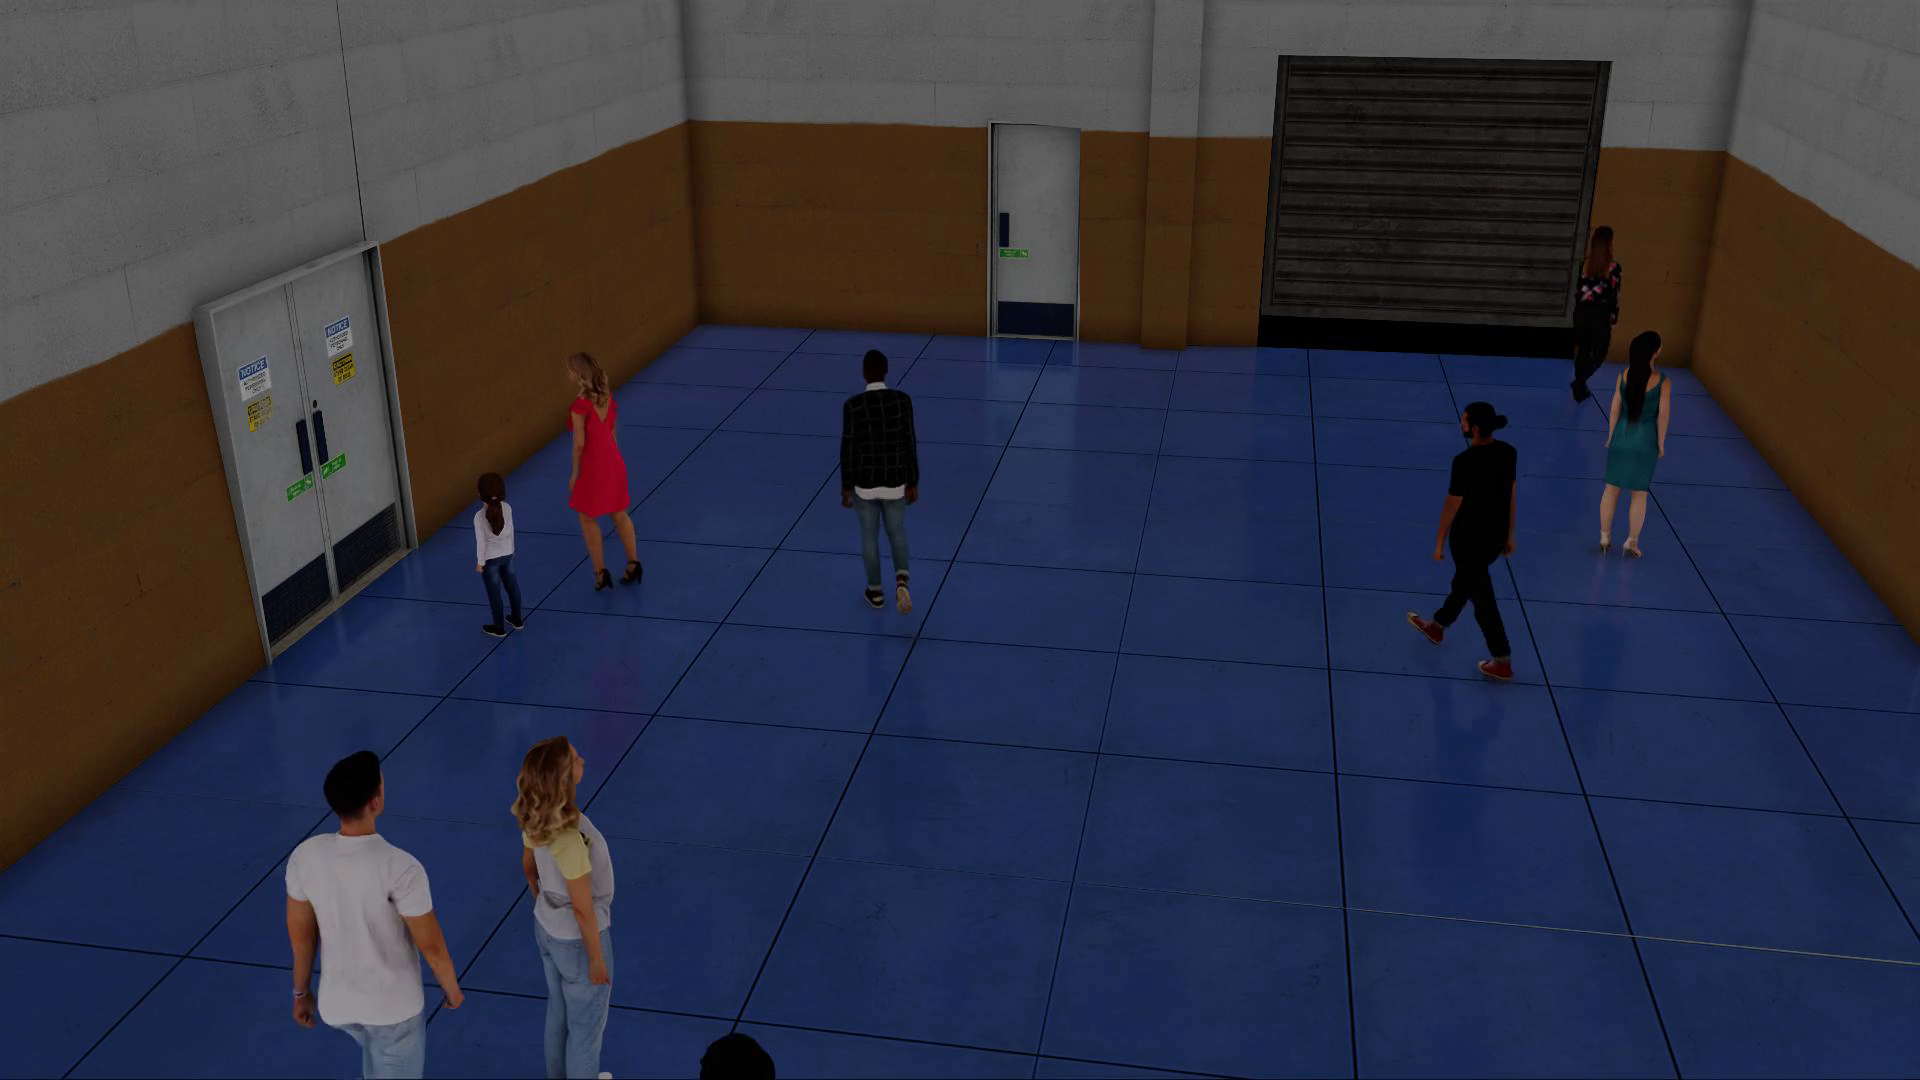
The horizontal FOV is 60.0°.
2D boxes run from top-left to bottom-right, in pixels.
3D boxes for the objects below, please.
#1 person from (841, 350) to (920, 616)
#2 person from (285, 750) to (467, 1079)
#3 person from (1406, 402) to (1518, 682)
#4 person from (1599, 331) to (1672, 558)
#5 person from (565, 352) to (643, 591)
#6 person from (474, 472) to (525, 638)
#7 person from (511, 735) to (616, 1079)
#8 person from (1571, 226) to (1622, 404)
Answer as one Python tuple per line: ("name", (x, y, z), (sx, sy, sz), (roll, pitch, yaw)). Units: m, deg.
("person", (-0.506, -0.341, 10.977), (1.008, 1.807, 0.982), (-6, 23, -15))
("person", (-2.145, 1.675, 5.925), (0.847, 1.833, 0.797), (6, 23, 15))
("person", (3.218, 0.049, 10.140), (1.156, 1.708, 1.186), (-12, 25, -28))
("person", (4.861, -0.690, 12.008), (0.561, 1.686, 0.685), (16, 27, 34))
("person", (-2.454, -0.444, 11.365), (0.676, 1.710, 0.662), (13, 26, 30))
("person", (-3.027, 0.082, 10.860), (0.568, 1.110, 0.524), (15, 26, 33))
("person", (-1.504, 1.529, 6.417), (0.771, 1.723, 0.693), (-17, 28, -36))
("person", (5.833, -2.047, 15.411), (0.916, 1.667, 0.900), (-18, 28, -38))
